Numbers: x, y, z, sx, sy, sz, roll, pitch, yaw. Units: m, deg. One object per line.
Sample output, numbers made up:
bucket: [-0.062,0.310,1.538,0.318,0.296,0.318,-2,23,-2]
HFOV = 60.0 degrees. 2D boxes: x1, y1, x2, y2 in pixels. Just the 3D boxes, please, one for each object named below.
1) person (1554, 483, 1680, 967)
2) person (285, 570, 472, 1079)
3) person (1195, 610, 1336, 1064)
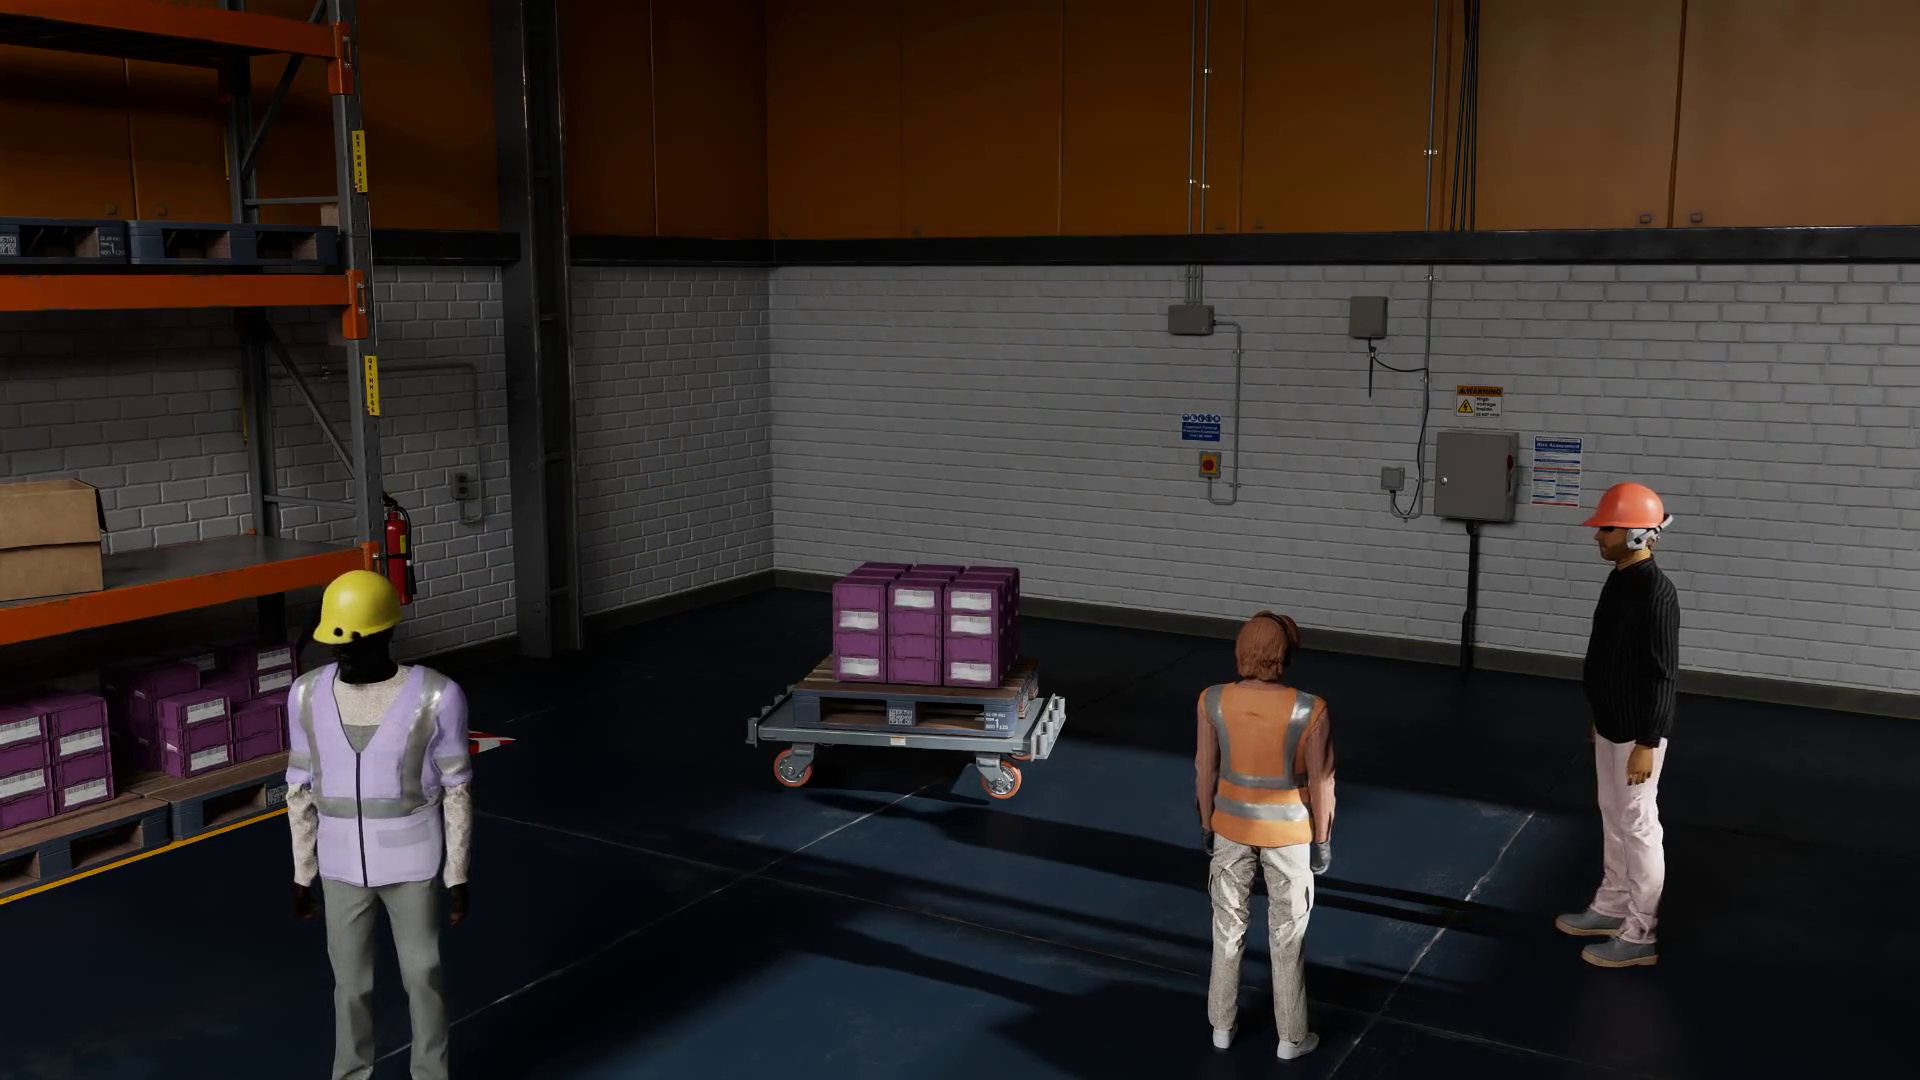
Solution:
person: [2.728,0.755,6.850,0.395,1.994,0.613,1,9,5]
person: [-1.859,1.036,5.332,0.585,1.921,0.383,0,9,1]
person: [1.092,1.069,5.995,0.512,1.641,0.307,4,10,25]
